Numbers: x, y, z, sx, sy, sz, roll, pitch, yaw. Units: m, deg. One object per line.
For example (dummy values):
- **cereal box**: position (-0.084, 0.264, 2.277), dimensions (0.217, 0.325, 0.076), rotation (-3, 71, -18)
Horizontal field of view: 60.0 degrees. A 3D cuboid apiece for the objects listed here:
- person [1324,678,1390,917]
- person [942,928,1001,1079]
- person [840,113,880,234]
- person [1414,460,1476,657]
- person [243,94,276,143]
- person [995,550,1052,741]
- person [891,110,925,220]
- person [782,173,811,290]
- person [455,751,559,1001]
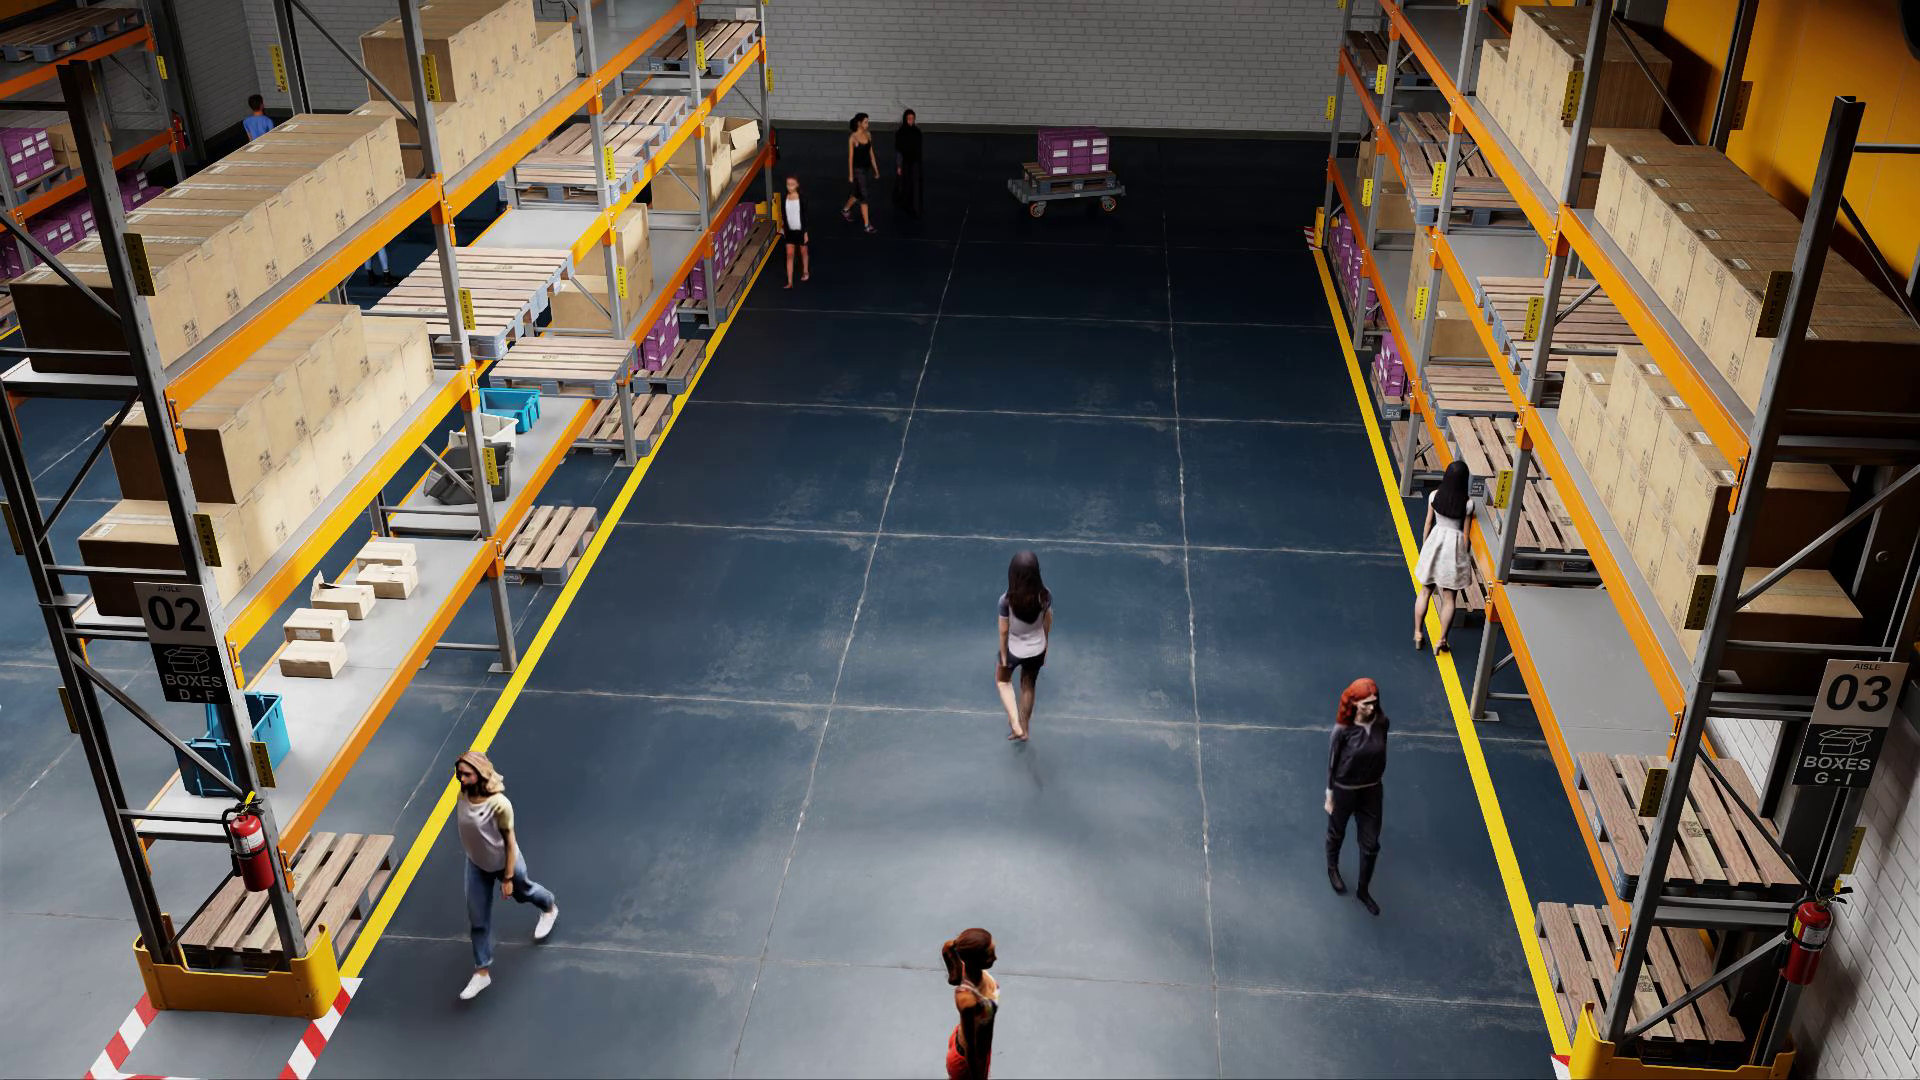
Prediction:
- **person**: position (2.652, 1.656, 11.359), dimensions (0.759, 1.756, 0.888), rotation (-6, 29, -10)
- **person**: position (0.056, 2.838, 9.157), dimensions (0.632, 1.789, 0.452), rotation (2, 29, 4)
- **person**: position (-1.511, -5.406, 24.373), dimensions (1.018, 1.691, 1.075), rotation (22, 36, 35)
- **person**: position (4.116, 0.147, 14.112), dimensions (0.776, 1.769, 0.799), rotation (18, 34, 30)
- **person**: position (-10.279, -5.668, 24.672), dimensions (0.667, 1.865, 0.591), rotation (5, 29, 10)
- **person**: position (0.511, 0.872, 12.861), dimensions (0.712, 1.695, 0.766), rotation (-8, 30, -15)
- **person**: position (-0.782, -5.660, 24.943), dimensions (0.863, 1.590, 1.113), rotation (-9, 30, -16)
- **person**: position (-2.156, -4.151, 22.251), dimensions (0.617, 1.520, 1.055), rotation (5, 29, 10)
- **person**: position (-2.924, 2.045, 10.727), dimensions (0.902, 1.679, 1.247), rotation (12, 31, 21)
